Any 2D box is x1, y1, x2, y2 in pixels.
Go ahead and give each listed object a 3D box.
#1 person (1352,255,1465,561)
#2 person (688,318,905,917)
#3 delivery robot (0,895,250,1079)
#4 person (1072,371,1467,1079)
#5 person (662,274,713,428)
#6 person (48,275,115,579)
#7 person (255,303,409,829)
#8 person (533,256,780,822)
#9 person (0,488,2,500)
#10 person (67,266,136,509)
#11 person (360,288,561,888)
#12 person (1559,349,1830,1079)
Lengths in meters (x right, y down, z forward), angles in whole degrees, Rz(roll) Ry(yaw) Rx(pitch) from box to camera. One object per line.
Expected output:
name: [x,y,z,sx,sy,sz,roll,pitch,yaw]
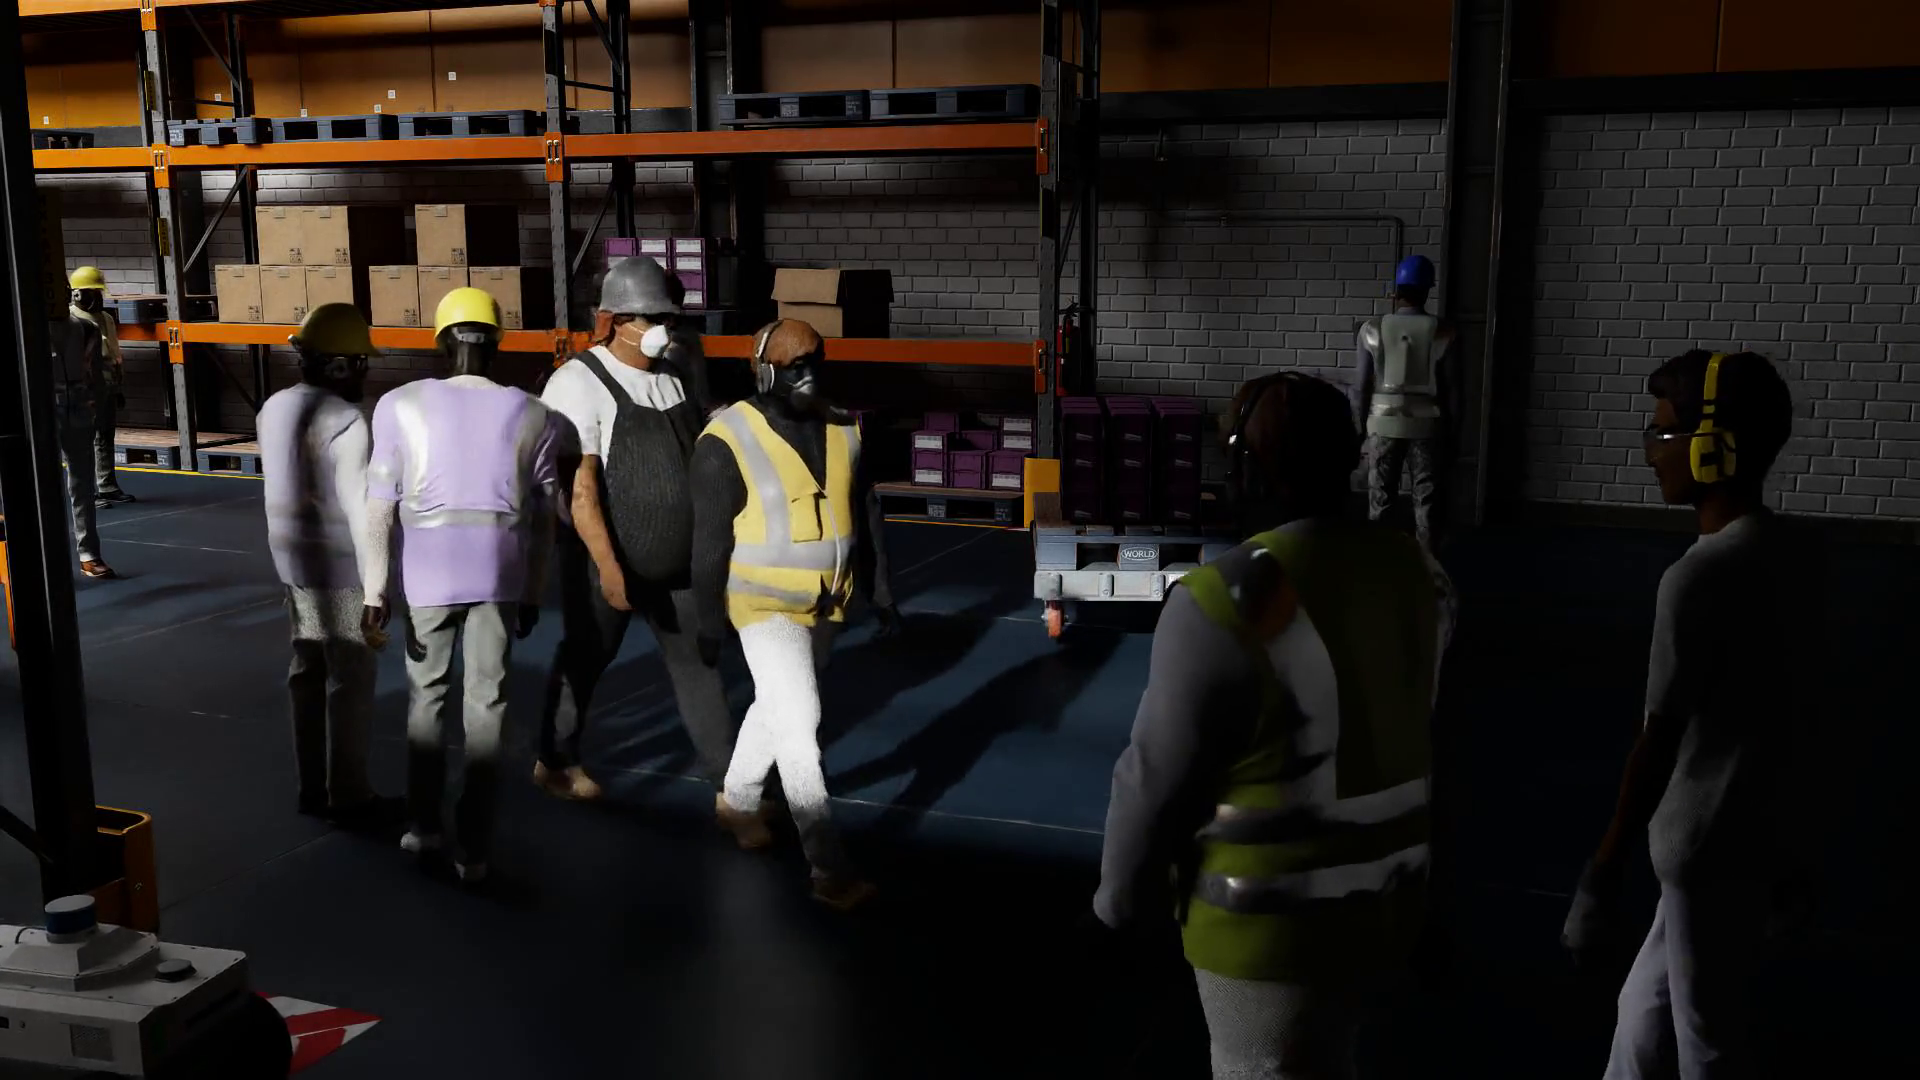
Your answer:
person: [2.531,-0.626,9.405,0.615,1.945,0.404,4,11,19]
person: [-0.543,0.201,5.252,0.951,1.800,0.628,9,13,40]
delivery robot: [-1.979,1.042,3.735,0.707,0.478,0.477,3,11,13]
person: [0.482,0.620,2.847,0.617,1.804,0.775,-9,14,-42]
person: [-1.460,-0.450,8.704,0.353,1.856,0.682,0,10,1]
person: [-5.337,-0.676,9.868,0.355,1.883,0.576,9,13,40]
person: [-2.159,0.096,5.759,0.605,1.816,0.403,8,13,38]
person: [-1.147,-0.025,5.797,1.041,2.000,0.687,8,13,38]
person: [-7.672,-1.076,12.872,0.800,1.605,0.525,-1,10,-4]
person: [-6.602,-1.160,12.695,0.404,1.836,0.586,1,10,8]
person: [-1.593,0.140,5.340,0.643,1.871,0.654,-4,11,-21]
person: [1.292,0.573,3.048,0.806,1.830,0.554,10,14,44]
